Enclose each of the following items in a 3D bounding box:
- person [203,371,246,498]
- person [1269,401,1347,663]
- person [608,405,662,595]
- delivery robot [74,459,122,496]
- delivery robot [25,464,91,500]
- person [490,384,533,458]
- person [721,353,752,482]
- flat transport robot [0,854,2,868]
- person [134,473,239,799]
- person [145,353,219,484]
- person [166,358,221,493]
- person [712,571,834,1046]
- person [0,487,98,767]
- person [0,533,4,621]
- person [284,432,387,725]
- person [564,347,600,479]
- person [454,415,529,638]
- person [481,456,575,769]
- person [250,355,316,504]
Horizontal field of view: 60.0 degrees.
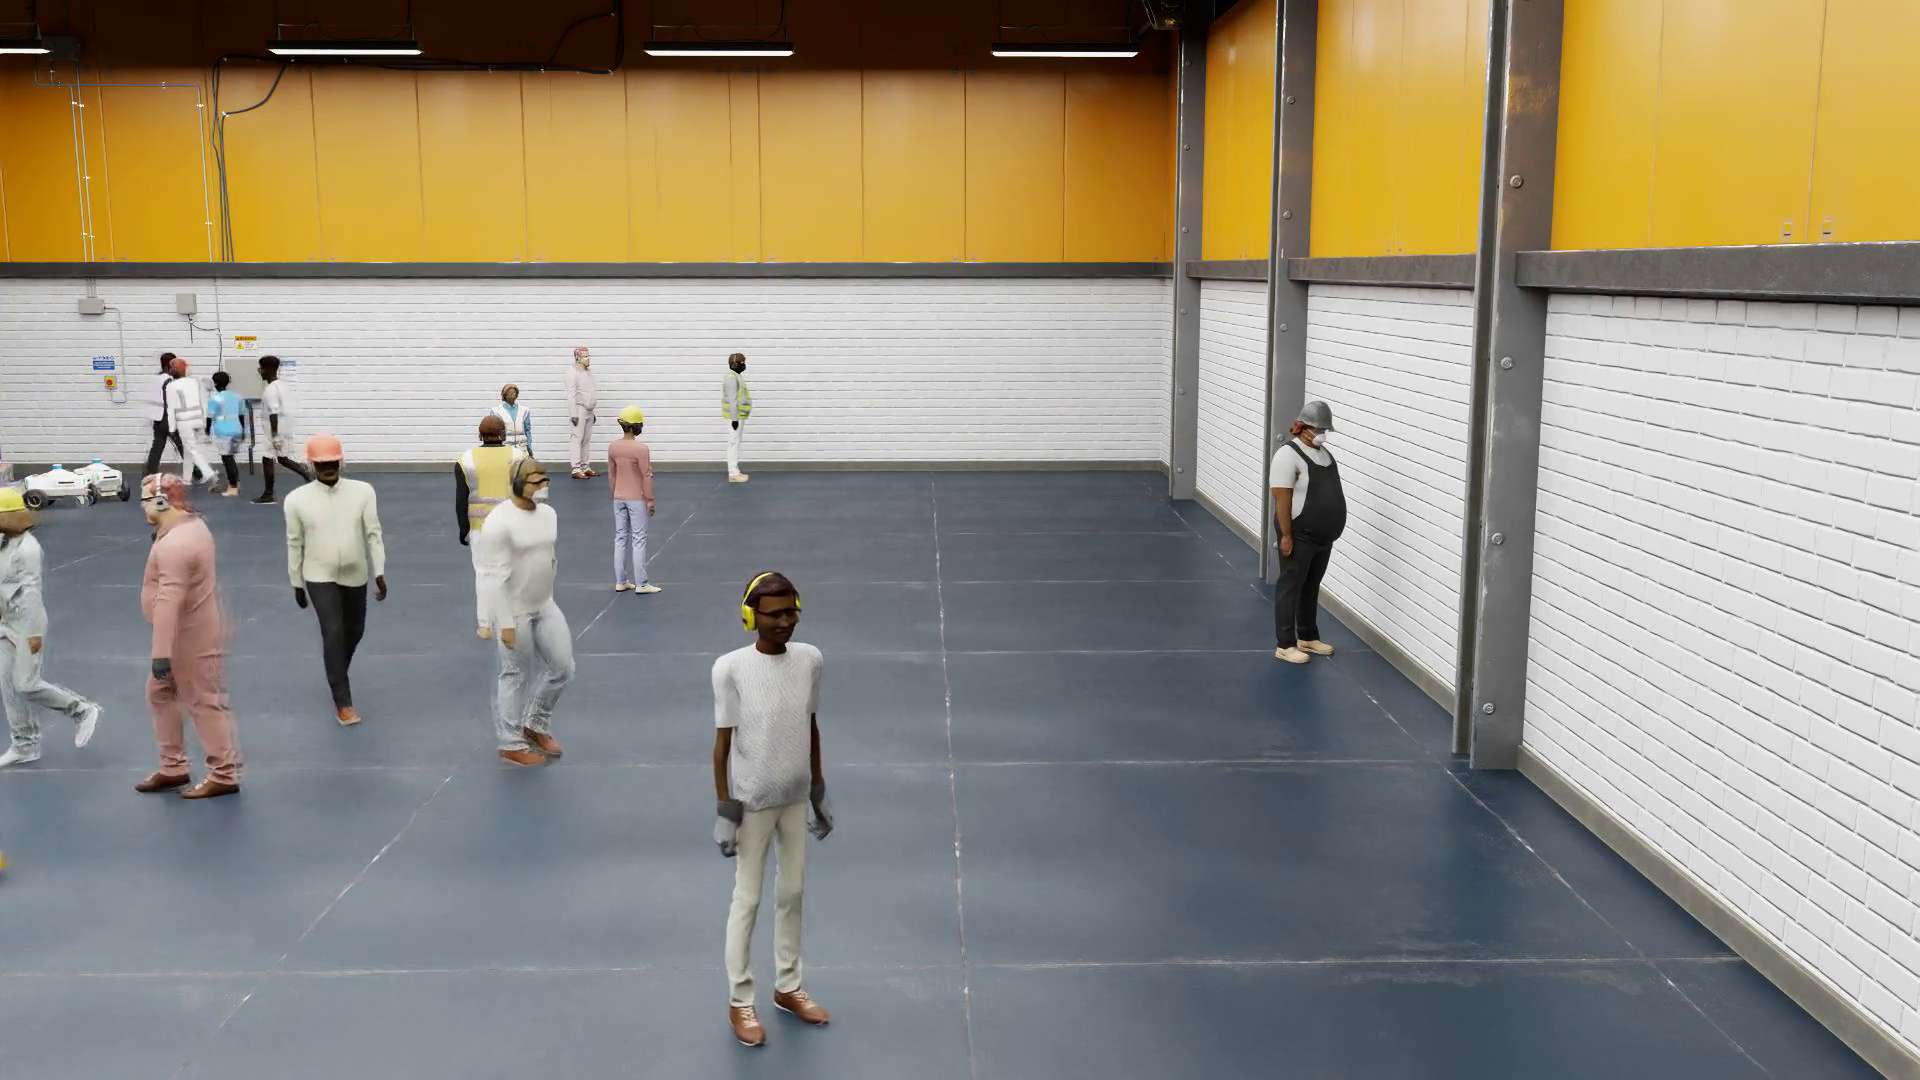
[{"bbox_3d":[-9.754,-1.402,22.102,0.465,1.668,0.563,4,10,21],"label":"person"},{"bbox_3d":[2.734,-0.081,12.919,0.535,2.000,0.674,9,13,42],"label":"person"},{"bbox_3d":[-3.055,-0.373,15.553,0.529,1.768,0.312,6,11,33],"label":"person"},{"bbox_3d":[-11.245,-0.815,21.681,0.707,0.478,0.477,7,12,38],"label":"delivery robot"},{"bbox_3d":[-11.416,-0.715,21.066,0.707,0.478,0.477,-3,10,-15],"label":"delivery robot"},{"bbox_3d":[-5.484,-1.092,20.353,0.524,1.636,0.308,-6,11,-34],"label":"person"},{"bbox_3d":[-3.184,-1.752,23.779,0.421,1.844,0.624,0,9,-3],"label":"person"},{"bbox_3d":[-5.487,1.612,7.952,0.652,0.197,1.431,7,12,37],"label":"flat transport robot"},{"bbox_3d":[-4.524,0.559,9.485,0.741,1.873,0.684,-3,10,-16],"label":"person"},{"bbox_3d":[-10.942,-1.666,23.171,1.003,1.862,0.610,-9,13,-42],"label":"person"},{"bbox_3d":[-10.430,-1.556,22.603,0.926,1.847,0.587,4,10,22],"label":"person"},{"bbox_3d":[-0.737,1.039,6.579,0.531,1.868,0.310,-7,12,-37],"label":"person"},{"bbox_3d":[-5.698,0.521,10.193,0.495,1.725,0.533,7,12,37],"label":"person"},{"bbox_3d":[-7.263,0.097,12.300,0.573,1.894,0.899,2,10,13],"label":"person"},{"bbox_3d":[-4.274,0.221,11.358,0.603,1.957,0.957,-7,11,-35],"label":"person"},{"bbox_3d":[-5.460,-1.842,24.128,0.403,1.911,0.637,3,10,15],"label":"person"},{"bbox_3d":[-3.824,-0.113,13.731,0.632,1.840,0.429,-2,10,-15],"label":"person"},{"bbox_3d":[-2.615,0.448,10.062,0.467,1.920,0.633,5,10,28],"label":"person"},{"bbox_3d":[-8.732,-1.414,21.414,0.819,1.945,0.617,0,9,-1],"label":"person"}]
